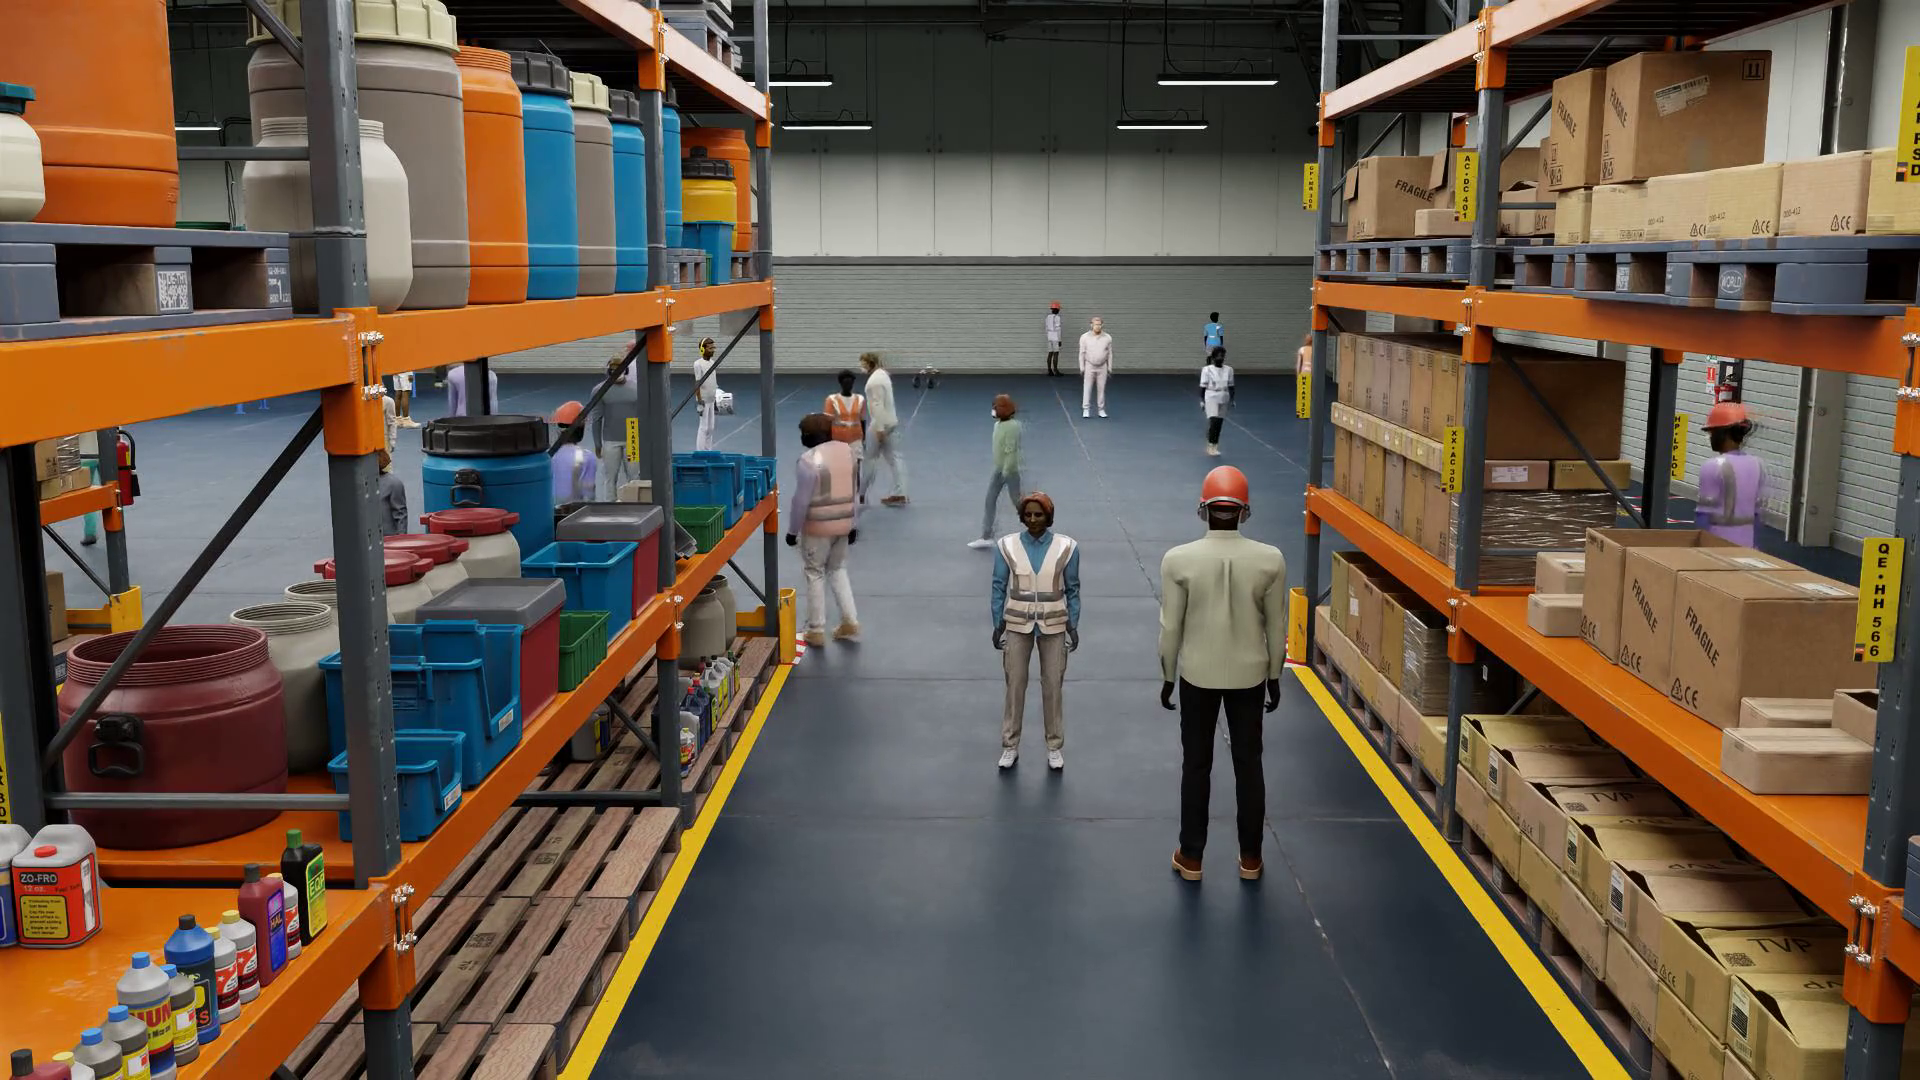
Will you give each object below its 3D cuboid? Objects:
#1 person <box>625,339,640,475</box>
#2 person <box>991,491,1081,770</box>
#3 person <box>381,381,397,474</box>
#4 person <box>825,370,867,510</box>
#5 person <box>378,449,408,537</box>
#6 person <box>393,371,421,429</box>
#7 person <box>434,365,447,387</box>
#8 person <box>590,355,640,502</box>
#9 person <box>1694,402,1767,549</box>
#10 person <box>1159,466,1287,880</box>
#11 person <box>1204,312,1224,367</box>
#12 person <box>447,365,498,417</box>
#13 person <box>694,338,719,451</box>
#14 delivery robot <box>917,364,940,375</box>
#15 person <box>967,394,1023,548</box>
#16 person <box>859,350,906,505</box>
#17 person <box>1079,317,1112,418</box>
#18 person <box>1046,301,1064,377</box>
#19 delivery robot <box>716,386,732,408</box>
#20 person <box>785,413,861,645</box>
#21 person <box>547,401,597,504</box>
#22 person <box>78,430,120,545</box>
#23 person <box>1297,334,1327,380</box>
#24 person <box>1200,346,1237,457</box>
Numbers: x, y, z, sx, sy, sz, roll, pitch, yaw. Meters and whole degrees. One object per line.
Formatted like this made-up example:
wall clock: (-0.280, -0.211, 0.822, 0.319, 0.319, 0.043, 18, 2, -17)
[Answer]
person: (-4.478, -1.868, 23.328, 0.659, 1.882, 0.761, 1, 10, 8)
person: (0.442, 0.525, 9.700, 0.523, 1.638, 0.310, 1, 10, 4)
person: (-6.987, -1.175, 19.898, 0.507, 1.633, 0.277, 1, 10, 7)
person: (-1.390, -1.231, 20.092, 0.543, 1.677, 0.694, -4, 10, -20)
person: (-4.419, 0.041, 12.616, 0.508, 1.632, 0.265, 4, 10, 20)
person: (-9.957, -3.024, 29.738, 0.608, 2.048, 0.365, 9, 13, 43)
person: (-12.522, -4.664, 39.709, 0.700, 2.000, 0.690, 7, 12, 38)
person: (-3.776, -1.090, 18.504, 0.624, 1.934, 0.360, -4, 10, -21)
person: (5.193, 0.086, 11.200, 0.632, 2.018, 0.620, -6, 11, -33)
person: (1.252, 0.638, 7.959, 0.608, 1.995, 0.377, 0, 9, 1)
person: (6.452, -4.940, 42.268, 0.529, 1.695, 0.321, 6, 11, 32)
person: (-6.273, -1.563, 21.422, 0.635, 1.911, 0.872, -2, 10, -10)
person: (-3.642, -1.984, 24.040, 0.319, 1.871, 0.532, 3, 10, 19)
delivery robot: (-0.741, -4.057, 39.458, 0.335, 0.223, 0.698, 6, 12, 34)
person: (0.509, -0.724, 17.311, 0.821, 1.599, 0.506, -5, 11, -27)
person: (-1.064, -1.362, 20.268, 0.917, 1.879, 0.646, 2, 10, 11)
person: (2.592, -3.285, 31.724, 0.651, 1.906, 0.403, -1, 10, -7)
person: (2.466, -5.228, 43.271, 0.358, 1.938, 0.542, -6, 11, -34)
delivery robot: (-4.794, -2.786, 32.622, 0.707, 0.478, 0.477, 9, 13, 44)
person: (-1.052, -0.080, 12.847, 0.447, 1.805, 0.666, 7, 12, 37)
person: (-3.038, -0.126, 12.852, 0.562, 1.894, 0.982, 4, 10, 22)
person: (-9.101, -0.839, 17.491, 0.530, 1.767, 0.322, -8, 13, -41)
person: (6.727, -3.136, 31.768, 0.519, 1.594, 0.864, 6, 11, 32)
person: (3.937, -2.094, 25.250, 0.541, 1.676, 0.570, -4, 10, -21)
